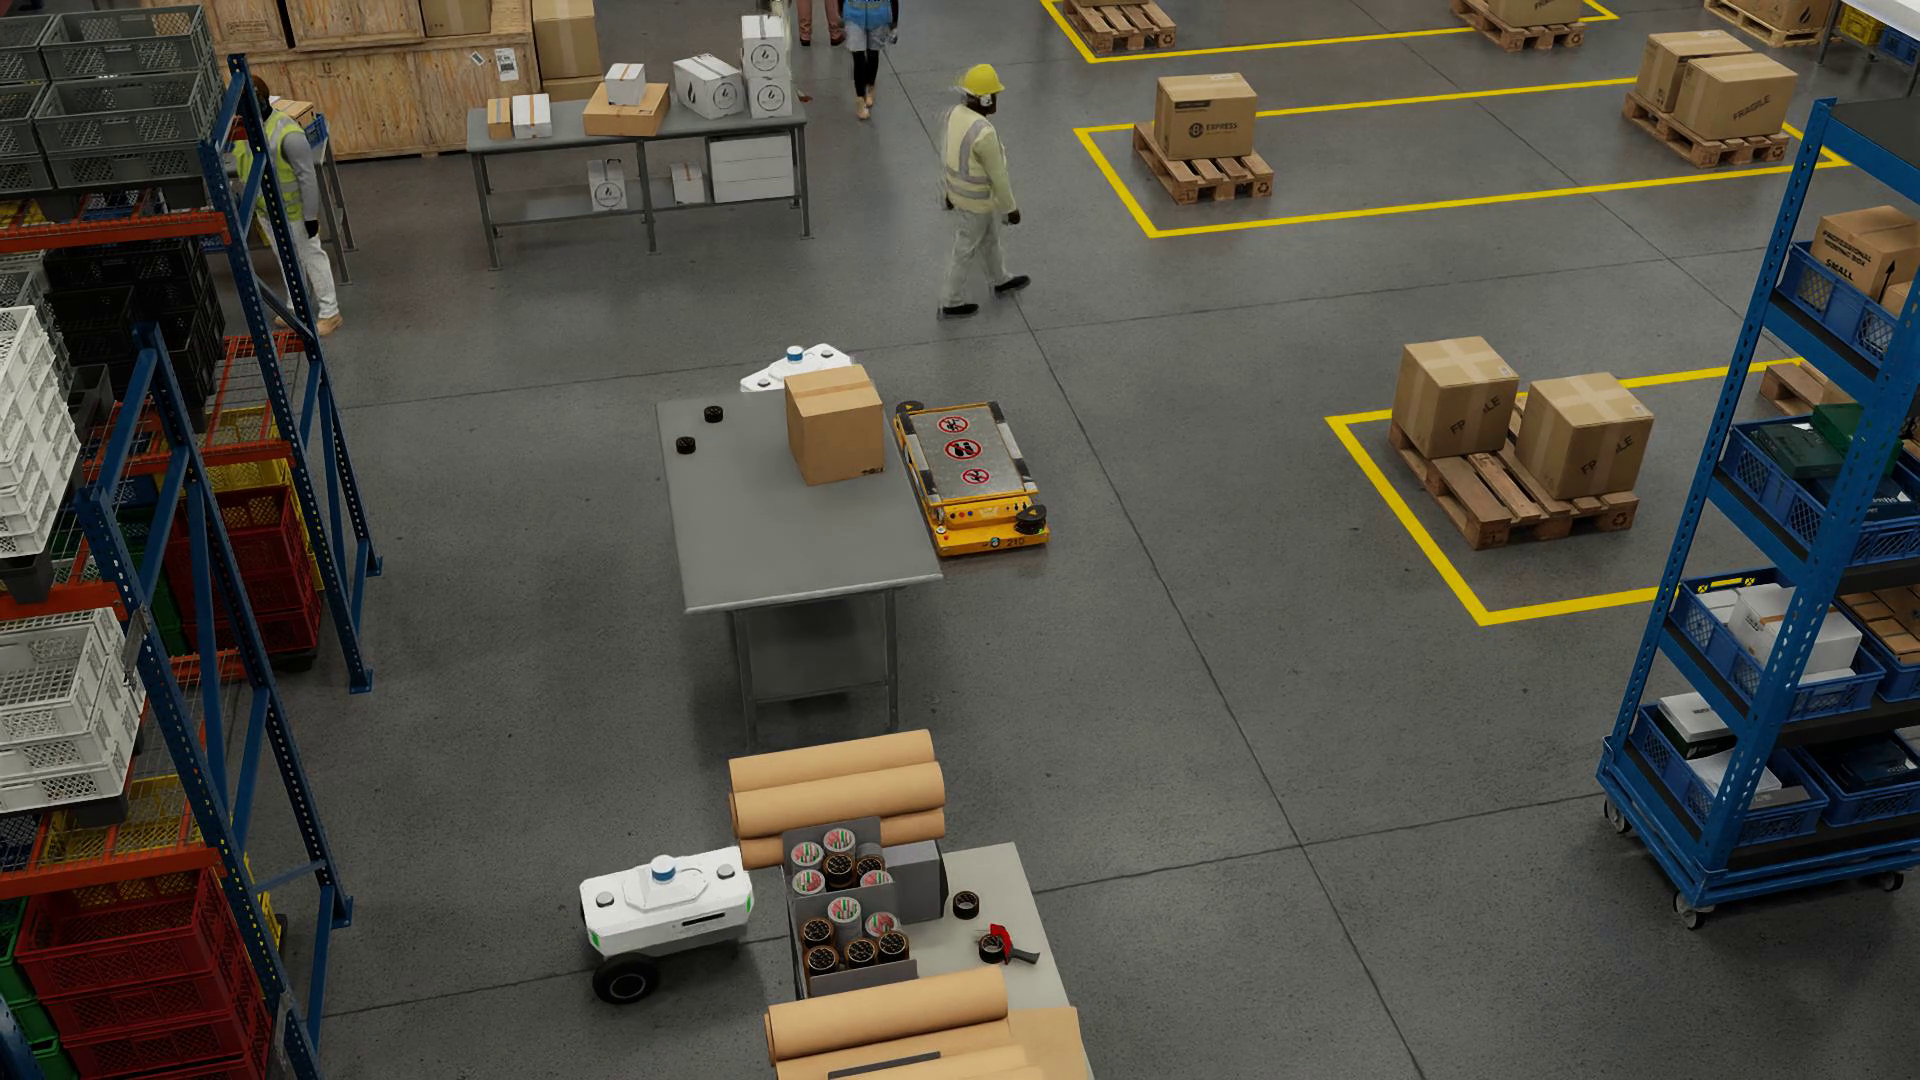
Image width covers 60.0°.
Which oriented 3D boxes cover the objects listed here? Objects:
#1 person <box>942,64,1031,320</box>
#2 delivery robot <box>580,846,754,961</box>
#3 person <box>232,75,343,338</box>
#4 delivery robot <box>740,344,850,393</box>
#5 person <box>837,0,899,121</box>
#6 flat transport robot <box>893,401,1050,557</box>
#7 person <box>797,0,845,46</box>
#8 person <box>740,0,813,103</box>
[{"bbox_3d":[0.217,-2.394,11.482,0.837,1.796,0.591,-11,38,-15],"label":"person"},{"bbox_3d":[-1.248,1.552,7.133,0.707,0.478,0.477,-11,38,-14],"label":"delivery robot"},{"bbox_3d":[-4.584,-2.248,11.246,0.625,1.843,0.430,20,41,25],"label":"person"},{"bbox_3d":[-1.035,-1.000,10.562,0.707,0.478,0.477,-30,46,-34],"label":"delivery robot"},{"bbox_3d":[-0.788,-4.483,14.399,0.548,1.643,0.709,-3,37,-4],"label":"person"},{"bbox_3d":[0.046,-0.430,10.108,0.652,0.197,1.431,-8,37,-10],"label":"flat transport robot"},{"bbox_3d":[-1.376,-5.670,15.795,0.644,1.903,0.400,2,37,3],"label":"person"},{"bbox_3d":[-1.690,-4.822,14.714,0.729,1.838,0.571,15,39,19],"label":"person"}]
